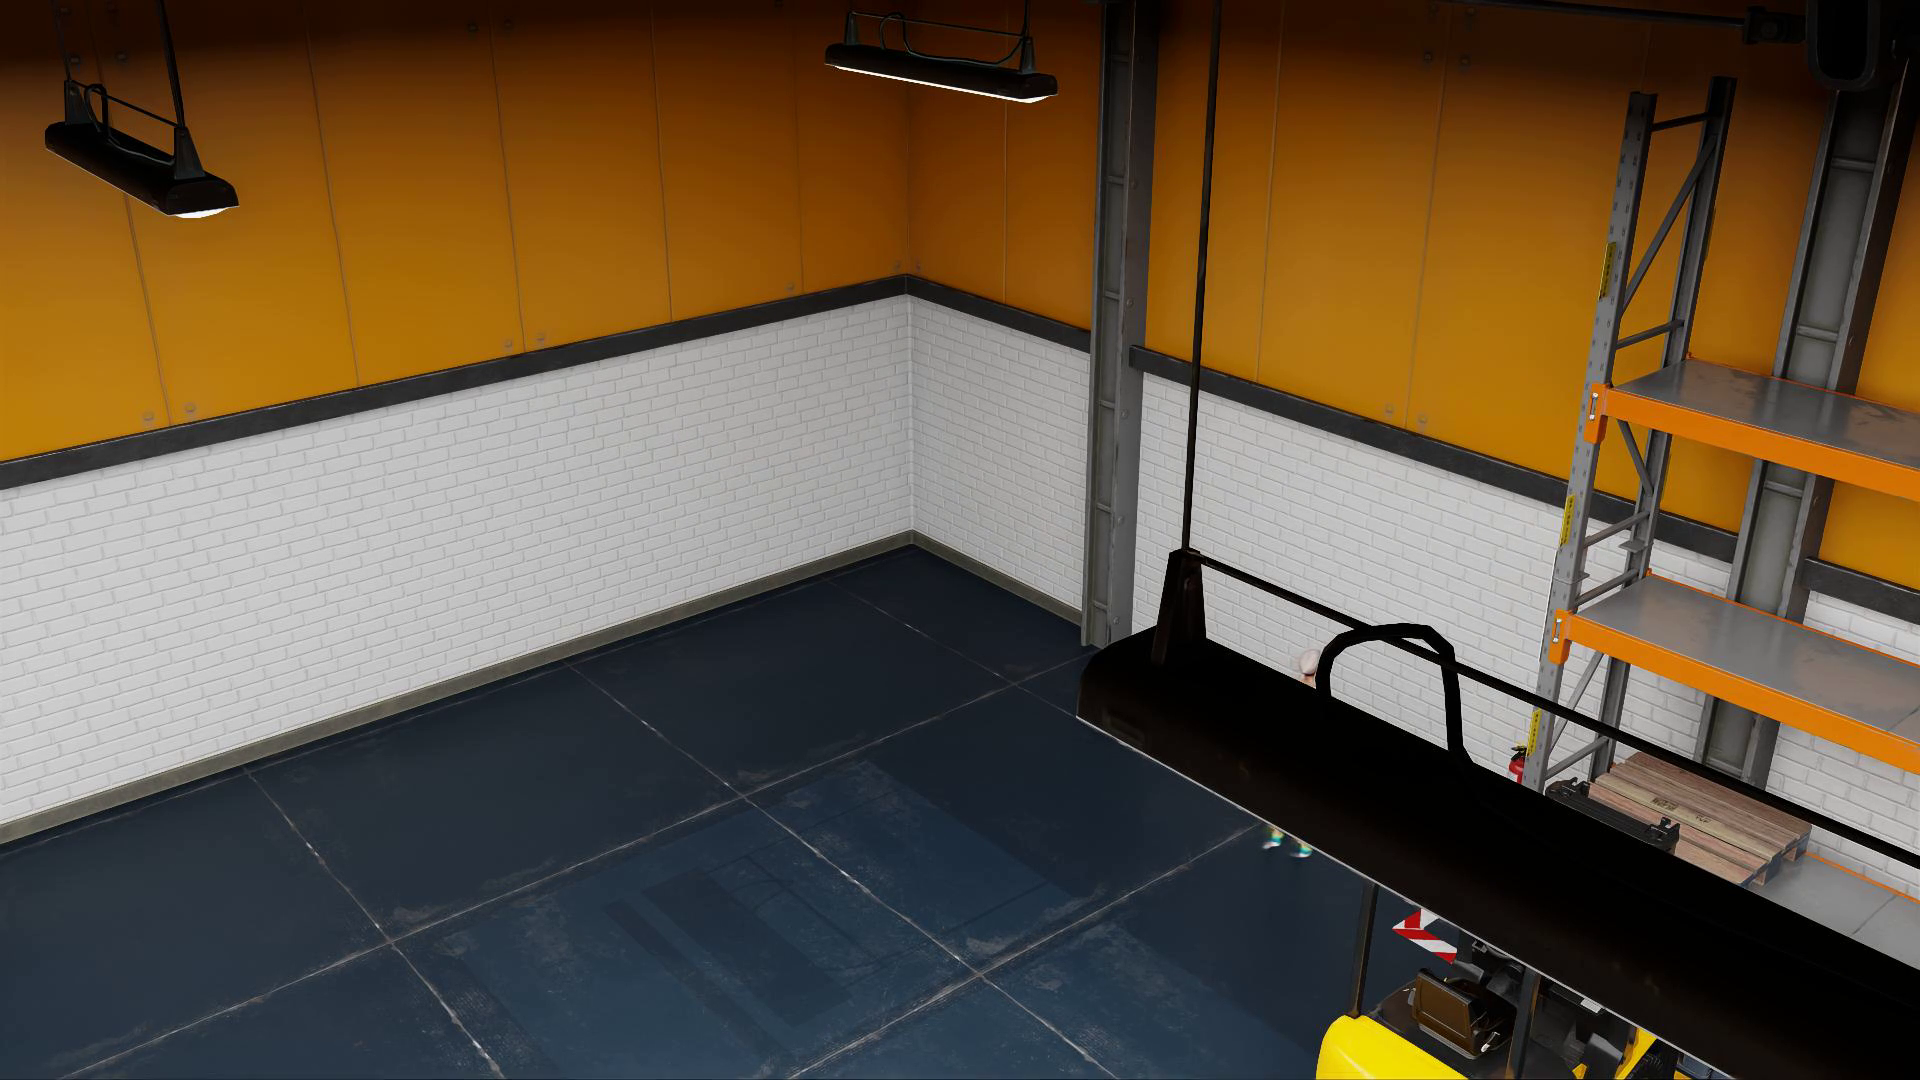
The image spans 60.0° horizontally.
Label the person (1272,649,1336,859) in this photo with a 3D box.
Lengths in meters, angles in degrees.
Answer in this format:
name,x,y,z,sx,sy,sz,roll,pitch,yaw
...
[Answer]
name,x,y,z,sx,sy,sz,roll,pitch,yaw
person,2.616,1.611,12.729,0.548,1.701,0.704,16,28,32
